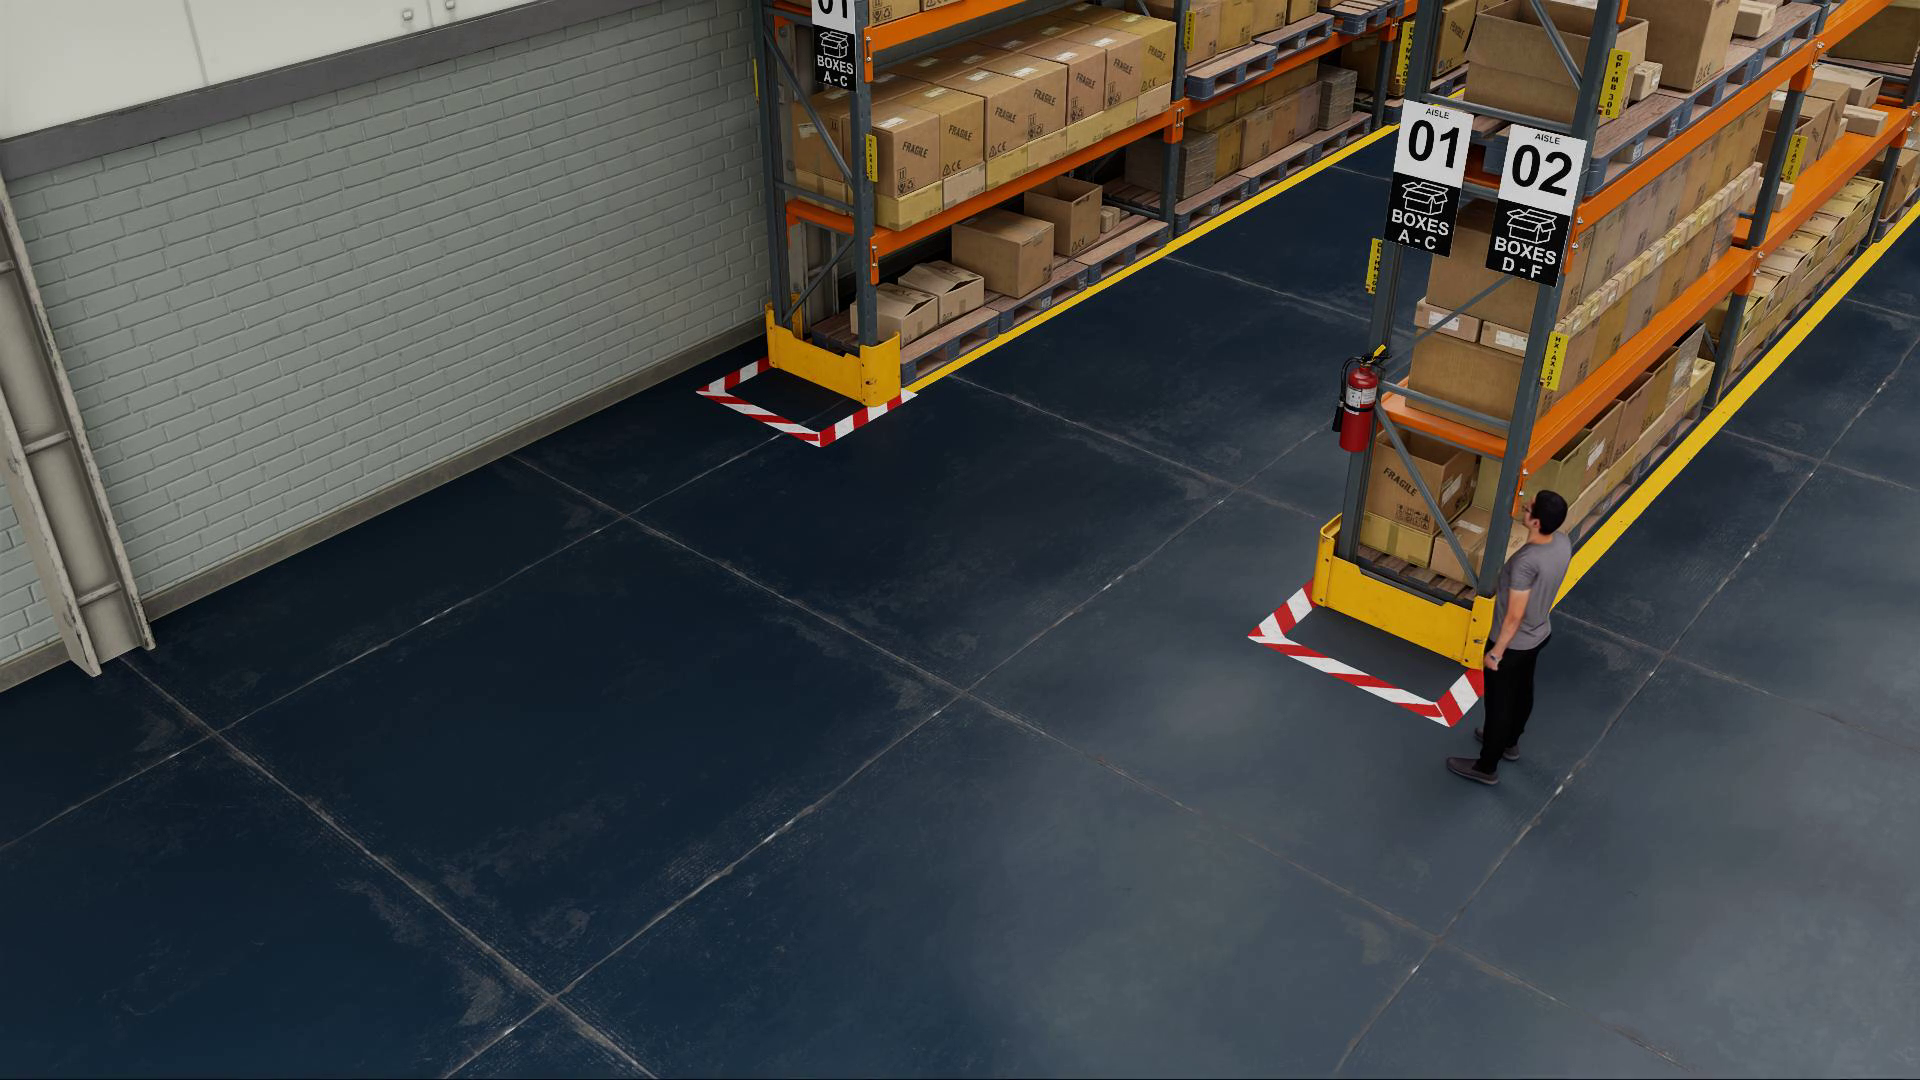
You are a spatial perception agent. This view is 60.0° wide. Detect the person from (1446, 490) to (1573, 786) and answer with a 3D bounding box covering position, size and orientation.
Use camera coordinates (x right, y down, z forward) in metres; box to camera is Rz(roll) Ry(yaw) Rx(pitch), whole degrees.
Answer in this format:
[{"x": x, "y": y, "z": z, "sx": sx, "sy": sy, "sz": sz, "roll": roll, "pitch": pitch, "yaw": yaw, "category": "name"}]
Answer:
[{"x": 2.915, "y": 0.493, "z": 8.675, "sx": 0.666, "sy": 1.755, "sz": 0.481, "roll": 26, "pitch": 41, "yaw": 34, "category": "person"}]
